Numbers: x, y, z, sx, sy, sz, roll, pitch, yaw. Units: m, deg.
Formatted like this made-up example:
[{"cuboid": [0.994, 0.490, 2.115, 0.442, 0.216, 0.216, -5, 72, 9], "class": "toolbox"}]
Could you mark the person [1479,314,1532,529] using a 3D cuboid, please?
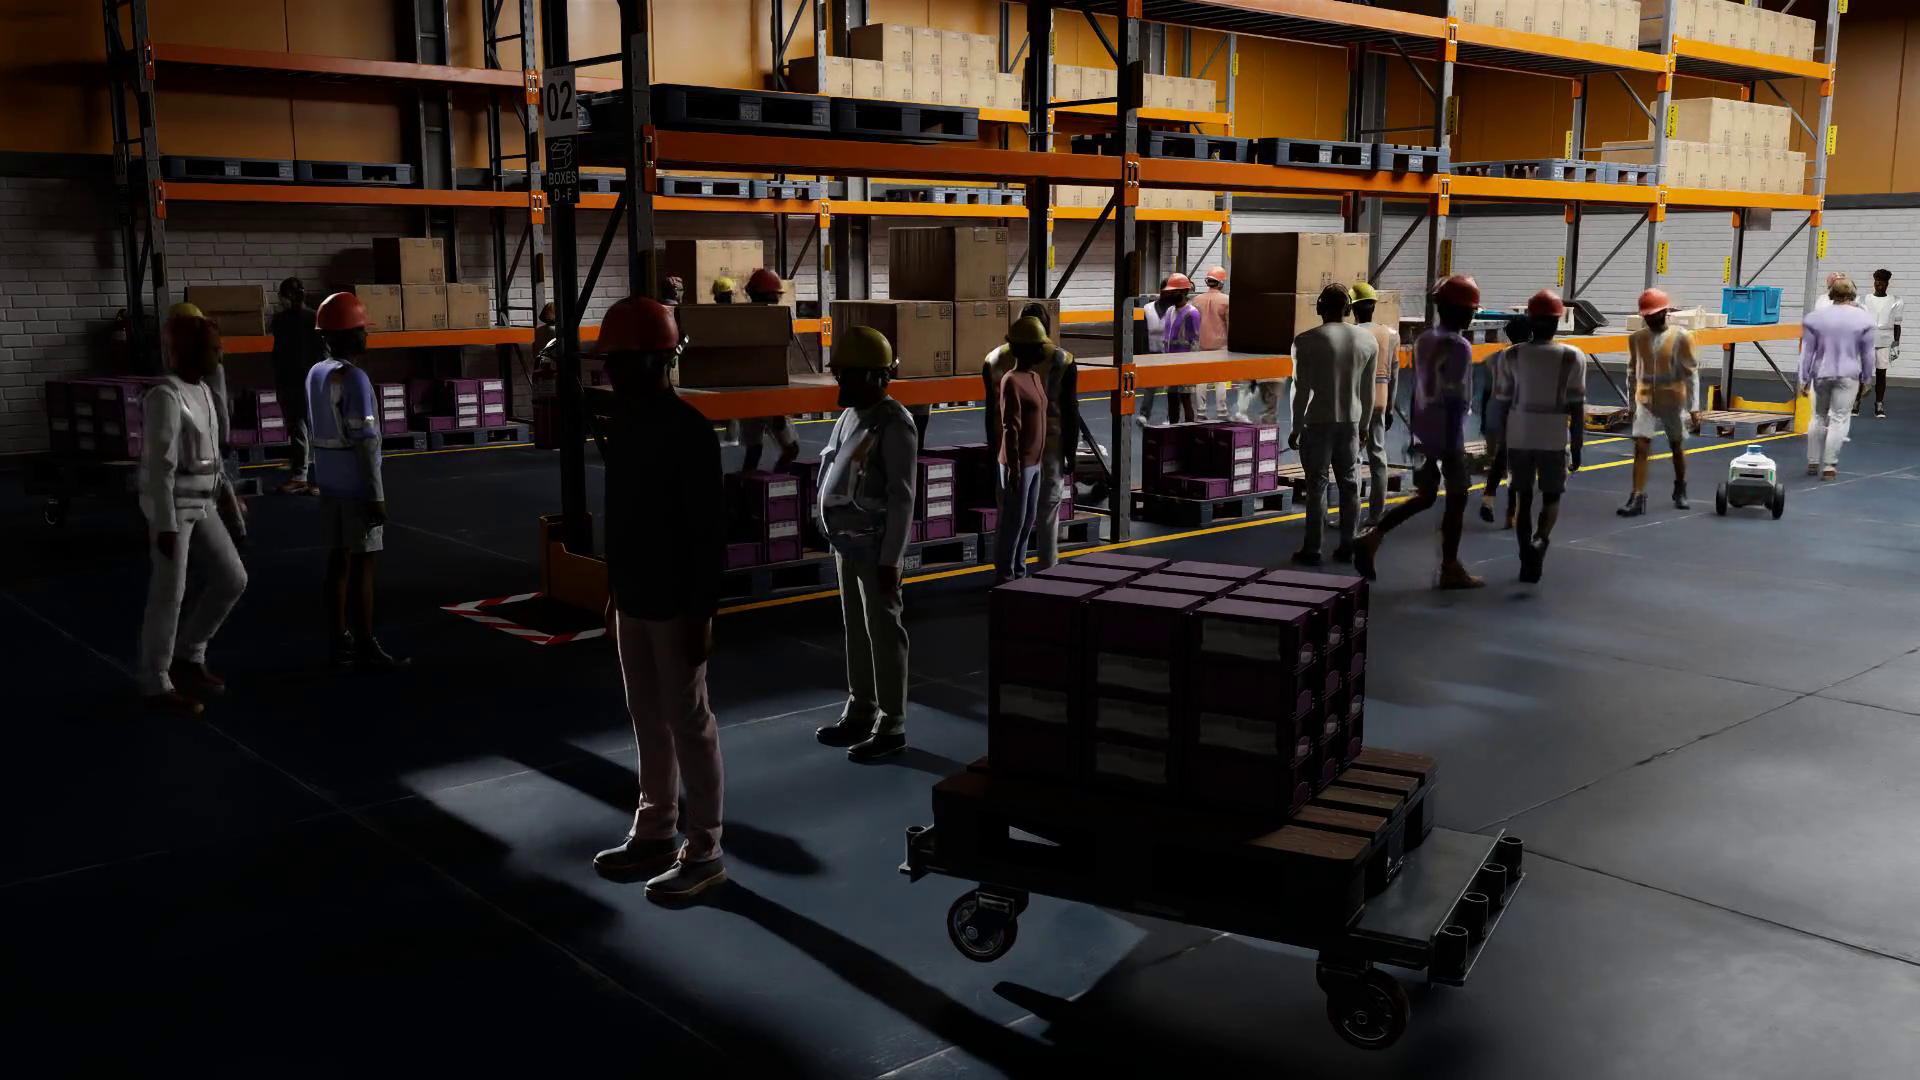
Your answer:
[{"cuboid": [4.309, -0.914, 12.938, 0.545, 1.681, 0.371, 8, 13, 41], "class": "person"}]

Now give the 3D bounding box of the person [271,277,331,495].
[{"cuboid": [-5.861, -1.364, 14.825, 0.629, 1.940, 0.377, 4, 11, 24], "class": "person"}]

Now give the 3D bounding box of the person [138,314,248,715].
[{"cuboid": [-3.656, -0.125, 7.828, 0.463, 1.859, 0.672, 0, 10, -2], "class": "person"}]

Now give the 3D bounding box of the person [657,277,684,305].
[{"cuboid": [-3.057, -1.843, 17.740, 0.398, 1.904, 0.689, -9, 13, -42], "class": "person"}]

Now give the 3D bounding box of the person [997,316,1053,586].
[{"cuboid": [0.399, -0.452, 9.989, 0.315, 1.767, 0.534, 3, 10, 19], "class": "person"}]

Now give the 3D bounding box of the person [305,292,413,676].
[{"cuboid": [-3.086, -0.279, 8.466, 0.545, 1.942, 0.352, 9, 13, 42], "class": "person"}]

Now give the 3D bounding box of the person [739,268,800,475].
[{"cuboid": [-1.472, -1.072, 12.849, 0.560, 2.025, 0.645, -9, 13, -42], "class": "person"}]

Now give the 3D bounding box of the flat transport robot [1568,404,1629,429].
[{"cuboid": [7.869, -1.539, 20.726, 0.652, 0.197, 1.431, 6, 12, 33], "class": "flat transport robot"}]

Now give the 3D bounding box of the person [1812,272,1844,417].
[{"cuboid": [11.532, -2.573, 21.985, 0.409, 1.913, 0.642, 1, 10, 3], "class": "person"}]

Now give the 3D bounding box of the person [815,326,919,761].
[{"cuboid": [-0.404, 0.013, 7.073, 0.404, 1.833, 0.587, -5, 11, -27], "class": "person"}]

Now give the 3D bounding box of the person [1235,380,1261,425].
[{"cuboid": [3.595, -2.202, 20.628, 0.349, 1.619, 0.527, -3, 10, -16], "class": "person"}]

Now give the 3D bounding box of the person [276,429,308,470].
[{"cuboid": [-6.372, -1.491, 16.614, 0.863, 1.592, 0.509, -5, 11, -25], "class": "person"}]

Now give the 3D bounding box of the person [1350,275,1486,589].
[{"cuboid": [2.949, -0.661, 10.494, 0.822, 2.017, 0.609, -2, 10, -12], "class": "person"}]

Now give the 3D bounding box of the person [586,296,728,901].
[{"cuboid": [-1.017, 0.195, 5.533, 0.396, 1.992, 0.623, -8, 13, -40], "class": "person"}]

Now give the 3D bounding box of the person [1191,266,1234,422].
[{"cuboid": [3.235, -2.486, 21.227, 0.612, 1.995, 0.392, 6, 12, 34], "class": "person"}]

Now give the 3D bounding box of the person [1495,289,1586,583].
[{"cuboid": [3.696, -0.643, 10.660, 0.556, 1.920, 0.694, 4, 11, 24], "class": "person"}]

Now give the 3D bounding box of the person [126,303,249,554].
[{"cuboid": [-5.511, -0.773, 11.784, 0.888, 1.785, 0.603, -8, 12, -38], "class": "person"}]

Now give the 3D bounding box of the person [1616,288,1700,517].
[{"cuboid": [5.839, -1.144, 13.761, 0.628, 1.878, 0.977, 8, 12, 39], "class": "person"}]

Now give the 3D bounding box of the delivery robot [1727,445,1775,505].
[{"cuboid": [6.566, -0.543, 13.789, 0.477, 0.478, 0.707, 5, 11, 25], "class": "delivery robot"}]

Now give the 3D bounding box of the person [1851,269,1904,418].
[{"cuboid": [12.068, -2.589, 21.936, 0.602, 1.958, 0.369, 4, 11, 24], "class": "person"}]

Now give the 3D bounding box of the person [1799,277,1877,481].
[{"cuboid": [8.361, -1.534, 15.855, 0.627, 1.916, 0.739, 7, 12, 37], "class": "person"}]

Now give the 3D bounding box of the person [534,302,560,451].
[{"cuboid": [-4.466, -1.787, 18.222, 0.493, 1.626, 0.286, 8, 12, 38], "class": "person"}]

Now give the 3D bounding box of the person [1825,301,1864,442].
[{"cuboid": [10.048, -1.909, 18.922, 0.423, 1.626, 0.522, -8, 13, -40], "class": "person"}]

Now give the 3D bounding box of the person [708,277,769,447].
[{"cuboid": [-2.468, -1.975, 18.522, 0.630, 1.899, 0.625, -1, 10, -5], "class": "person"}]

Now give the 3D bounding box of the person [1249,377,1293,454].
[{"cuboid": [3.357, -1.655, 17.499, 0.811, 1.600, 0.513, -7, 12, -34], "class": "person"}]

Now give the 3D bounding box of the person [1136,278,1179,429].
[{"cuboid": [2.482, -2.287, 20.494, 0.631, 1.850, 1.009, 5, 11, 29], "class": "person"}]

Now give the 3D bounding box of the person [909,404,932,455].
[{"cuboid": [-0.360, -1.489, 16.262, 0.319, 1.695, 0.538, -2, 10, -10], "class": "person"}]

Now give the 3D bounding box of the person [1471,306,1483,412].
[{"cuboid": [6.866, -2.618, 22.693, 0.522, 1.761, 0.322, 10, 14, 44], "class": "person"}]

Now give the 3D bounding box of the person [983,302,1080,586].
[{"cuboid": [0.461, -0.585, 10.580, 0.619, 1.835, 0.430, 3, 10, 15], "class": "person"}]

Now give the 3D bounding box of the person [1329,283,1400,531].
[{"cuboid": [3.116, -1.028, 12.924, 0.585, 1.917, 0.382, -4, 10, -20], "class": "person"}]

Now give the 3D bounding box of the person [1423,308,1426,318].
[{"cuboid": [6.600, -2.666, 22.953, 0.328, 1.767, 0.532, -6, 11, -30], "class": "person"}]

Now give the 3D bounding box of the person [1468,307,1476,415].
[{"cuboid": [6.712, -2.593, 22.224, 0.329, 1.871, 0.513, 0, 10, 1], "class": "person"}]

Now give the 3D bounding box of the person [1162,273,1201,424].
[{"cuboid": [2.365, -1.919, 18.076, 0.359, 1.938, 0.547, -6, 11, -31], "class": "person"}]

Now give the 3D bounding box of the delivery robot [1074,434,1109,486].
[{"cuboid": [1.132, -0.697, 14.692, 0.477, 0.478, 0.707, 0, 10, 2], "class": "delivery robot"}]

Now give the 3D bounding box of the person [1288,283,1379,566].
[{"cuboid": [2.547, -0.787, 11.446, 0.630, 1.940, 0.372, -2, 10, -14], "class": "person"}]
